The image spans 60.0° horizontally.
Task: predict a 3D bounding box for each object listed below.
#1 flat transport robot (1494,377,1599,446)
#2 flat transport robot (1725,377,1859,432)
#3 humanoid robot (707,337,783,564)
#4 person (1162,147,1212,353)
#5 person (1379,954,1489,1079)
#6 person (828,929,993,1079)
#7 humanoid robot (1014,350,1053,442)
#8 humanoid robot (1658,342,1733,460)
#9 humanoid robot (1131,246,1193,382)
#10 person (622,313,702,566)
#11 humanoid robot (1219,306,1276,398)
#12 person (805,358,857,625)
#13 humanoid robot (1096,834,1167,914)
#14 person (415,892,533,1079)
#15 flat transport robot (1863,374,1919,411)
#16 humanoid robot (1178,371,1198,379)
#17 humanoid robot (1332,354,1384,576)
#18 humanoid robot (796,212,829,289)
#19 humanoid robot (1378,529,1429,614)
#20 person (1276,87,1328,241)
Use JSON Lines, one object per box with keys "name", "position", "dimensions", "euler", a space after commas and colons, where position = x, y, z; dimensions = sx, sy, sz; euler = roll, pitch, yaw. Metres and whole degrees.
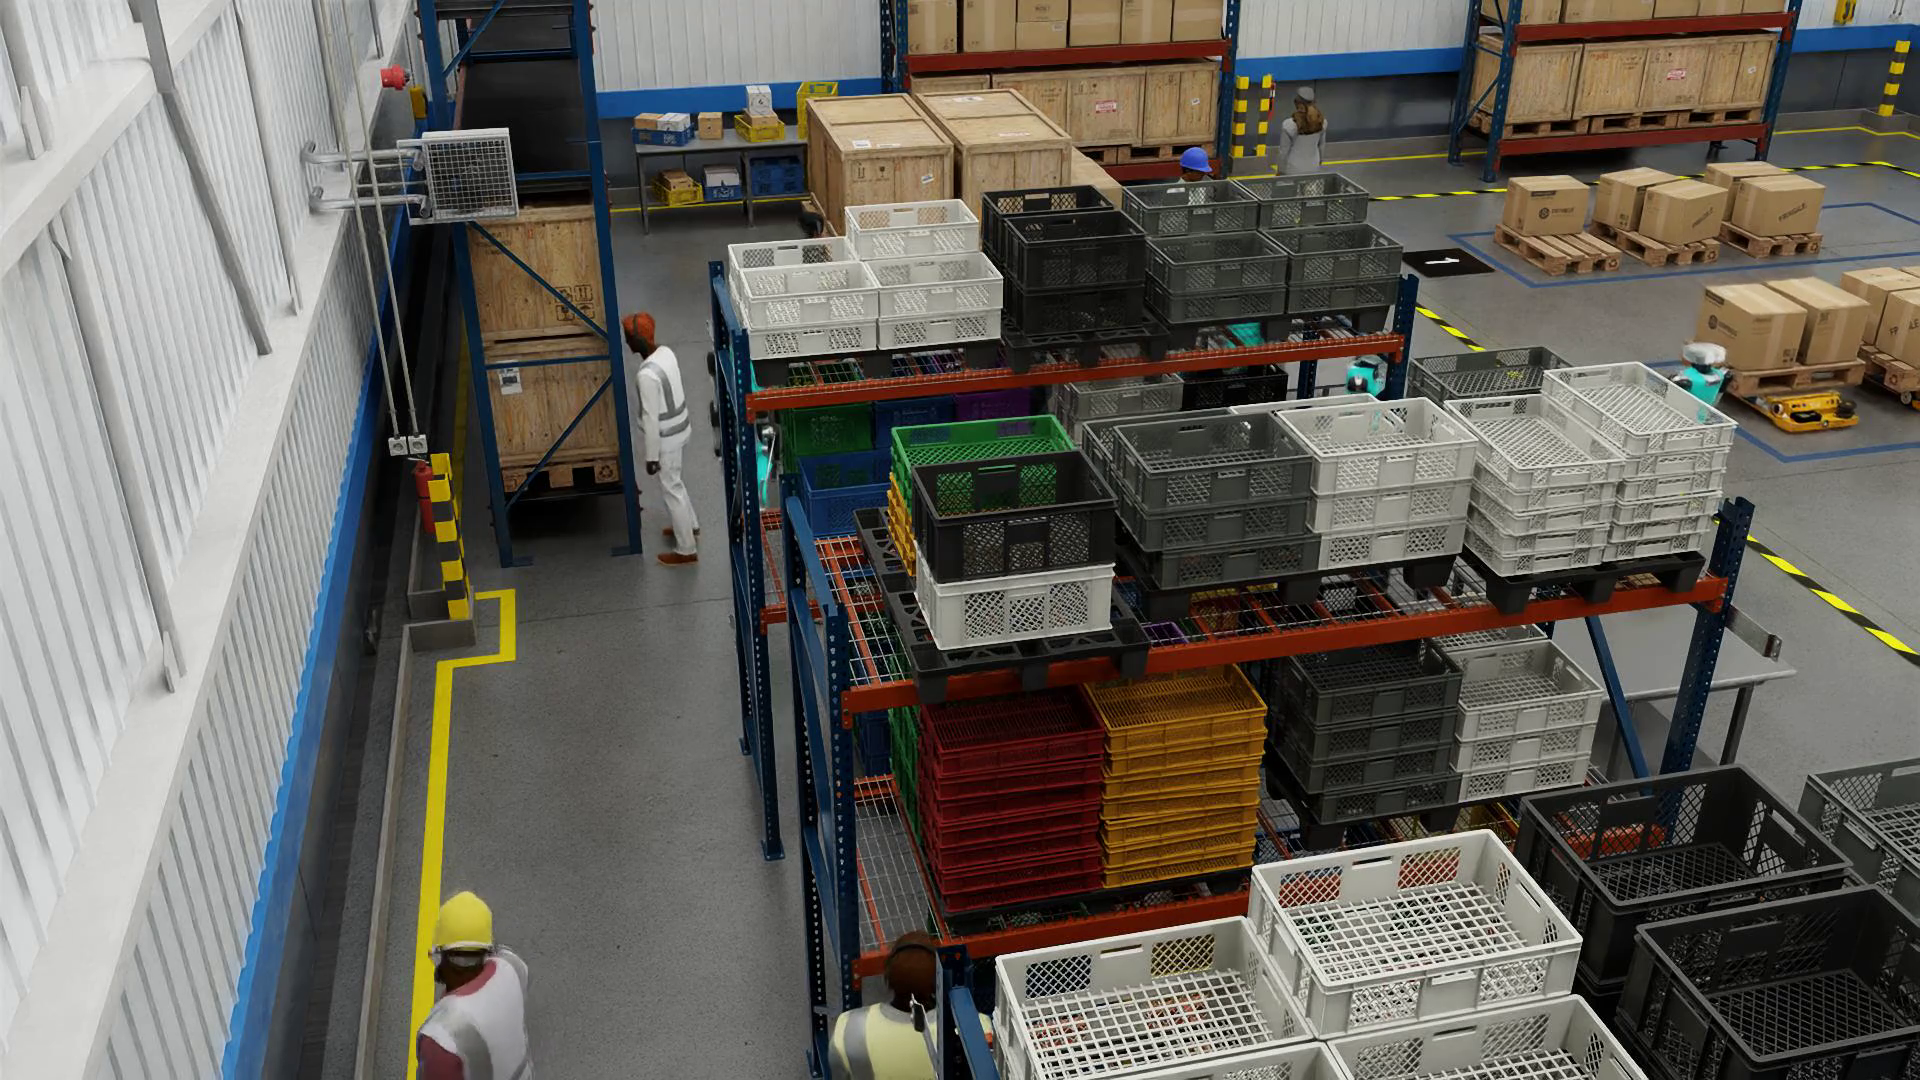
{"name": "flat transport robot", "position": [4.780, -1.036, 14.013], "dimensions": [0.659, 0.231, 1.431], "euler": [-6, 28, -12]}
{"name": "flat transport robot", "position": [7.100, -1.337, 14.553], "dimensions": [0.652, 0.197, 1.431], "euler": [-6, 28, -12]}
{"name": "humanoid robot", "position": [-1.451, -0.568, 11.568], "dimensions": [0.530, 1.765, 0.871], "euler": [-4, 28, -7]}
{"name": "person", "position": [2.058, -2.647, 15.283], "dimensions": [0.411, 1.939, 0.602], "euler": [20, 34, 33]}
{"name": "person", "position": [1.679, 2.196, 6.059], "dimensions": [0.361, 1.964, 0.612], "euler": [-11, 30, -19]}
{"name": "person", "position": [-0.153, 2.206, 6.174], "dimensions": [0.633, 1.841, 0.429], "euler": [0, 28, 0]}
{"name": "humanoid robot", "position": [0.556, -0.659, 11.784], "dimensions": [0.535, 1.643, 0.585], "euler": [11, 30, 21]}
{"name": "humanoid robot", "position": [4.828, -0.620, 11.630], "dimensions": [0.541, 1.740, 0.917], "euler": [-13, 31, -23]}
{"name": "humanoid robot", "position": [1.648, -1.392, 13.088], "dimensions": [0.546, 1.711, 0.898], "euler": [-4, 28, -8]}
{"name": "person", "position": [-2.088, -0.706, 11.675], "dimensions": [0.409, 1.867, 0.603], "euler": [2, 28, 4]}
{"name": "humanoid robot", "position": [1.888, -0.974, 12.394], "dimensions": [0.901, 1.833, 0.560], "euler": [-16, 32, -28]}
{"name": "person", "position": [-0.858, -0.403, 10.911], "dimensions": [0.370, 2.044, 0.606], "euler": [4, 28, 8]}
{"name": "humanoid robot", "position": [0.879, 1.264, 8.177], "dimensions": [0.805, 1.876, 0.543], "euler": [-7, 29, -13]}
{"name": "person", "position": [-1.844, 2.165, 6.318], "dimensions": [0.411, 1.783, 0.645], "euler": [6, 28, 12]}
{"name": "flat transport robot", "position": [8.473, -1.467, 14.800], "dimensions": [0.652, 0.197, 1.431], "euler": [-6, 28, -12]}
{"name": "humanoid robot", "position": [1.538, -0.436, 11.412], "dimensions": [0.789, 1.619, 0.610], "euler": [-9, 29, -16]}
{"name": "humanoid robot", "position": [2.919, -0.490, 11.396], "dimensions": [0.727, 1.790, 0.530], "euler": [10, 29, 19]}
{"name": "humanoid robot", "position": [-1.224, -2.077, 14.510], "dimensions": [0.731, 1.631, 0.587], "euler": [-8, 29, -14]}
{"name": "humanoid robot", "position": [2.879, -0.093, 10.759], "dimensions": [0.591, 1.636, 0.680], "euler": [22, 35, 35]}
{"name": "person", "position": [3.696, -4.024, 18.070], "dimensions": [0.562, 1.769, 0.396], "euler": [-10, 29, -18]}
